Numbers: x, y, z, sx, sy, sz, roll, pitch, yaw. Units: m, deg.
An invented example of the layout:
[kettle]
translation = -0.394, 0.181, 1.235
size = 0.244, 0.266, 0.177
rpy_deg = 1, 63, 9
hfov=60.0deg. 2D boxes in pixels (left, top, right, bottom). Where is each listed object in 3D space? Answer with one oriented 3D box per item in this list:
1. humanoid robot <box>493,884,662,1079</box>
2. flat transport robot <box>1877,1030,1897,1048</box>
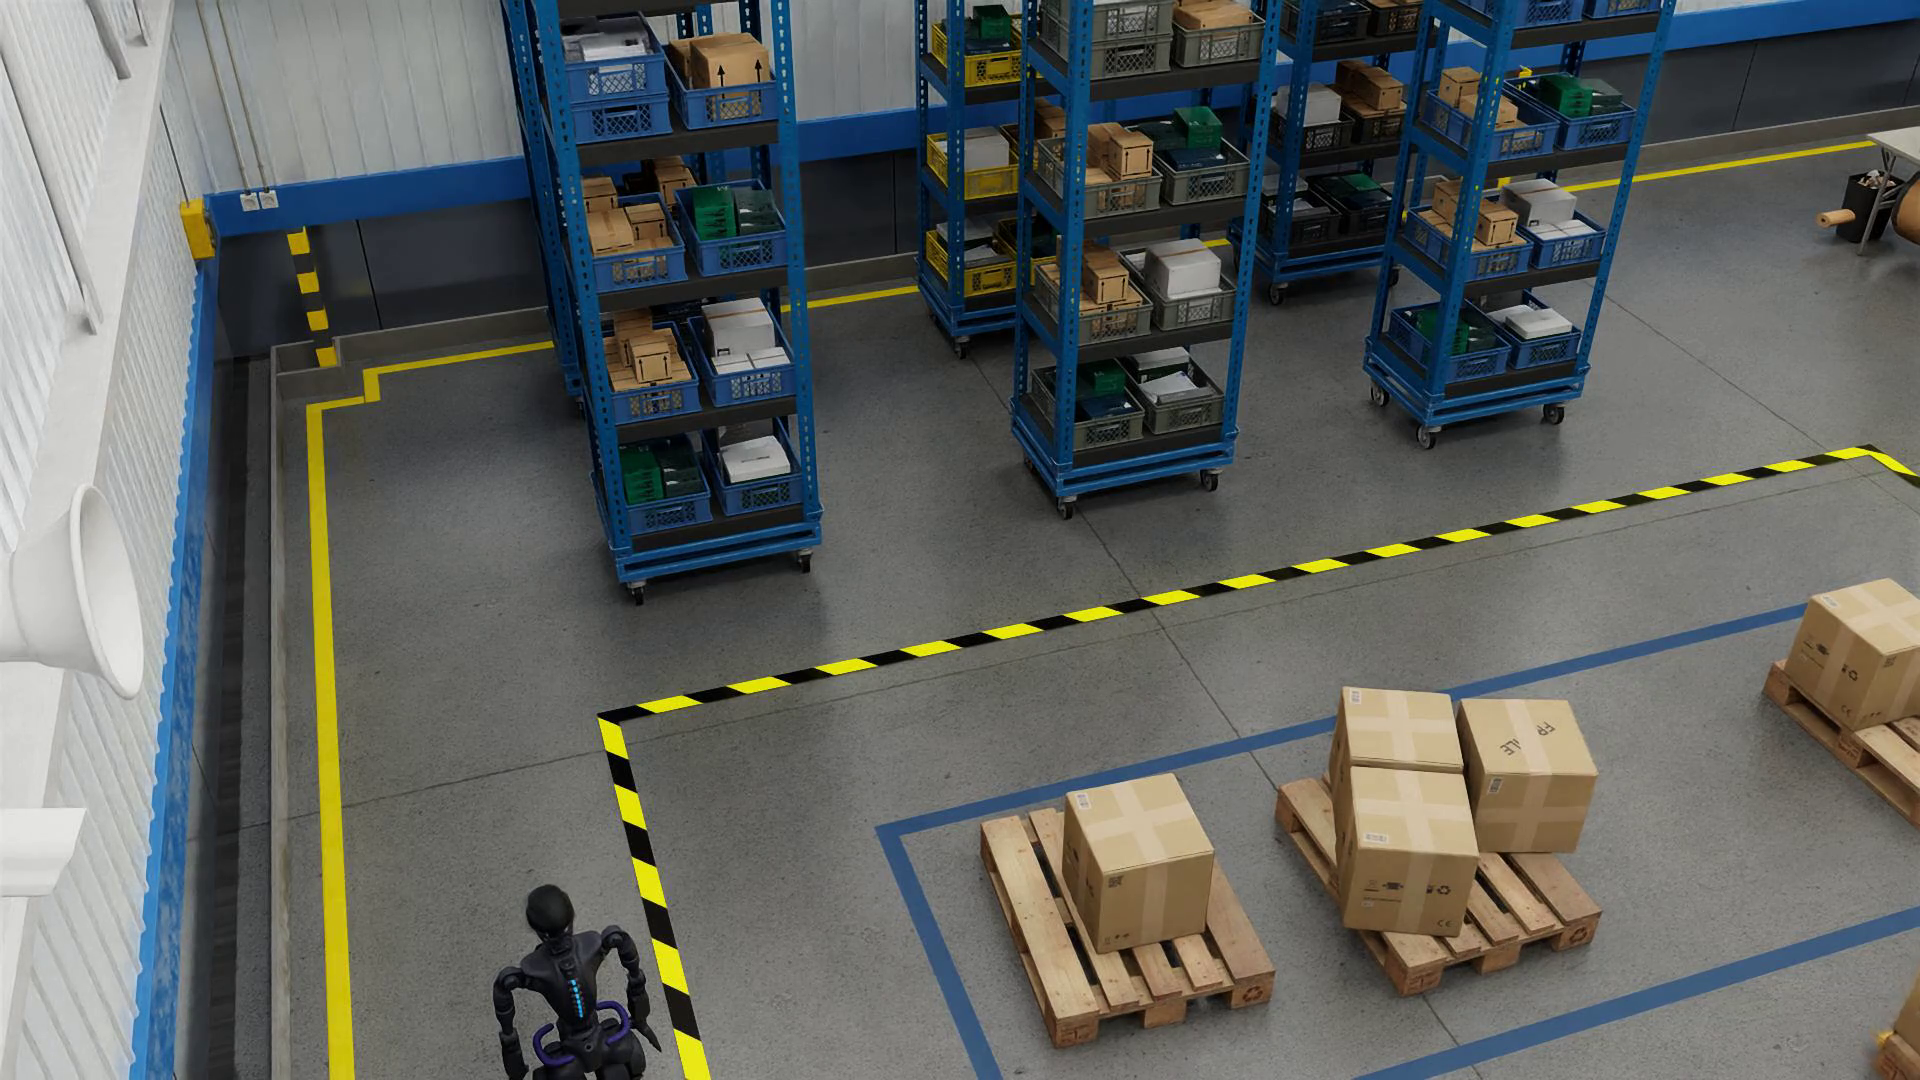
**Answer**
[humanoid robot]
translation = -1.397, 1.898, 6.132
size = 0.599, 1.655, 0.315
rpy_deg = -18, 39, -24
[flat transport robot]
translation = 4.460, 2.415, 6.608
size = 0.652, 0.197, 1.431
rpy_deg = -11, 37, -15
